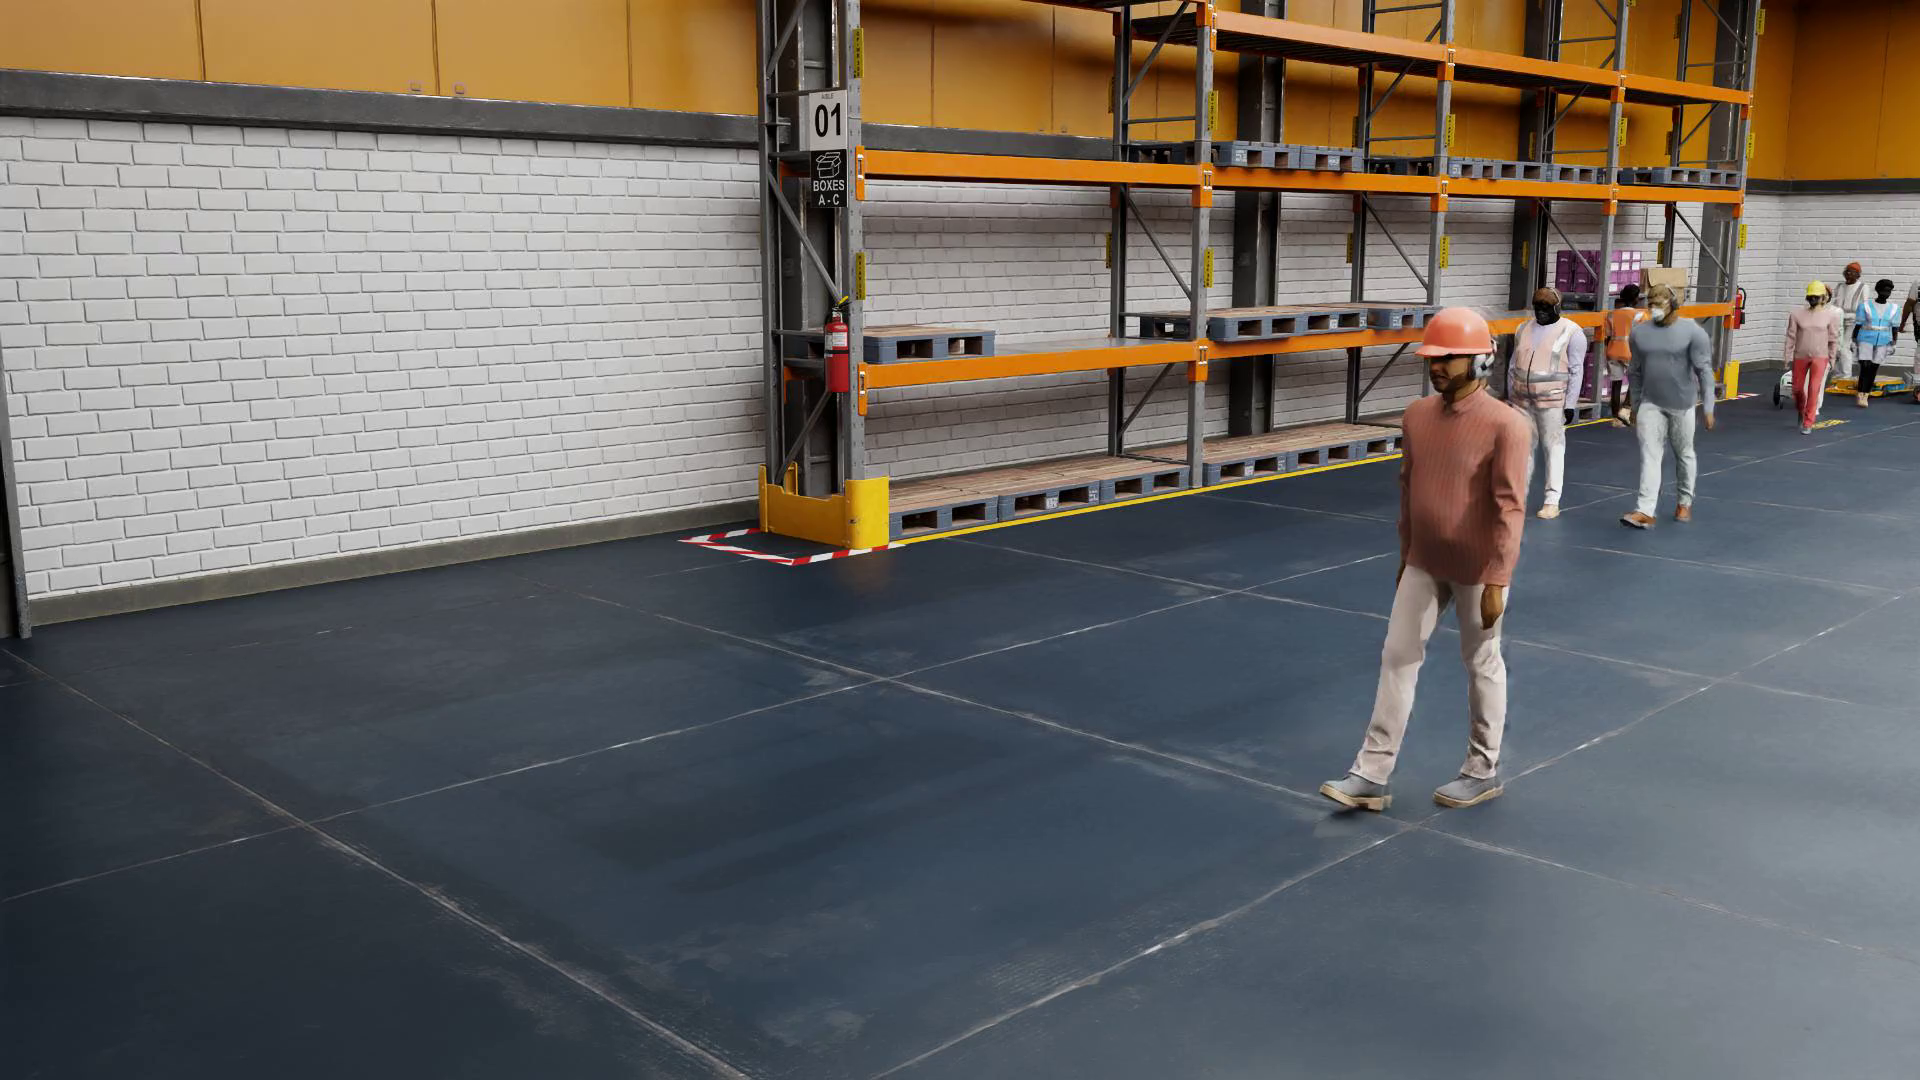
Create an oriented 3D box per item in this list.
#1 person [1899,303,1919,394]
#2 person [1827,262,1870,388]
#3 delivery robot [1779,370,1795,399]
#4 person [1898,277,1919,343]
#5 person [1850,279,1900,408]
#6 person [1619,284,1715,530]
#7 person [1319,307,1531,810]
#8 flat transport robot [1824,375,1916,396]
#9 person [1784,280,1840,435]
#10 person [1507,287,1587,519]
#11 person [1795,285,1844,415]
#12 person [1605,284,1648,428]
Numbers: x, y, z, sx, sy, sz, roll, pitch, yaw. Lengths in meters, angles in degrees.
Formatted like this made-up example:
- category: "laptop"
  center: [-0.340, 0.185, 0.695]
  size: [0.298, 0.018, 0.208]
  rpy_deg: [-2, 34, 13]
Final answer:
- category: "person"
  center: [13.757, -2.957, 23.360]
  size: [0.747, 1.874, 0.667]
  rpy_deg: [6, 12, 30]
- category: "person"
  center: [13.049, -3.144, 24.443]
  size: [0.400, 1.856, 0.588]
  rpy_deg: [-4, 11, -19]
- category: "delivery robot"
  center: [10.901, -2.045, 21.694]
  size: [0.477, 0.478, 0.707]
  rpy_deg: [5, 12, 27]
- category: "person"
  center: [14.016, -3.178, 24.074]
  size: [0.711, 2.000, 0.881]
  rpy_deg: [0, 10, 2]
- category: "person"
  center: [11.904, -2.542, 21.592]
  size: [0.547, 1.663, 0.688]
  rpy_deg: [2, 11, 9]
- category: "person"
  center: [5.470, -1.026, 12.815]
  size: [1.045, 1.873, 0.746]
  rpy_deg: [-10, 14, -44]
- category: "person"
  center: [1.792, 0.111, 6.342]
  size: [0.905, 1.960, 0.647]
  rpy_deg: [-7, 13, -34]
- category: "flat transport robot"
  center: [12.919, -2.186, 23.494]
  size: [1.431, 0.197, 0.652]
  rpy_deg: [-7, 13, -34]
- category: "person"
  center: [9.718, -2.094, 18.990]
  size: [0.532, 1.746, 0.741]
  rpy_deg: [7, 13, 34]
- category: "person"
  center: [4.632, -1.094, 13.270]
  size: [0.429, 1.839, 0.622]
  rpy_deg: [-9, 14, -41]
- category: "person"
  center: [10.652, -2.344, 20.639]
  size: [0.540, 1.619, 0.560]
  rpy_deg: [5, 12, 26]
- category: "person"
  center: [7.732, -2.126, 19.322]
  size: [0.358, 1.684, 0.533]
  rpy_deg: [-9, 14, -41]
